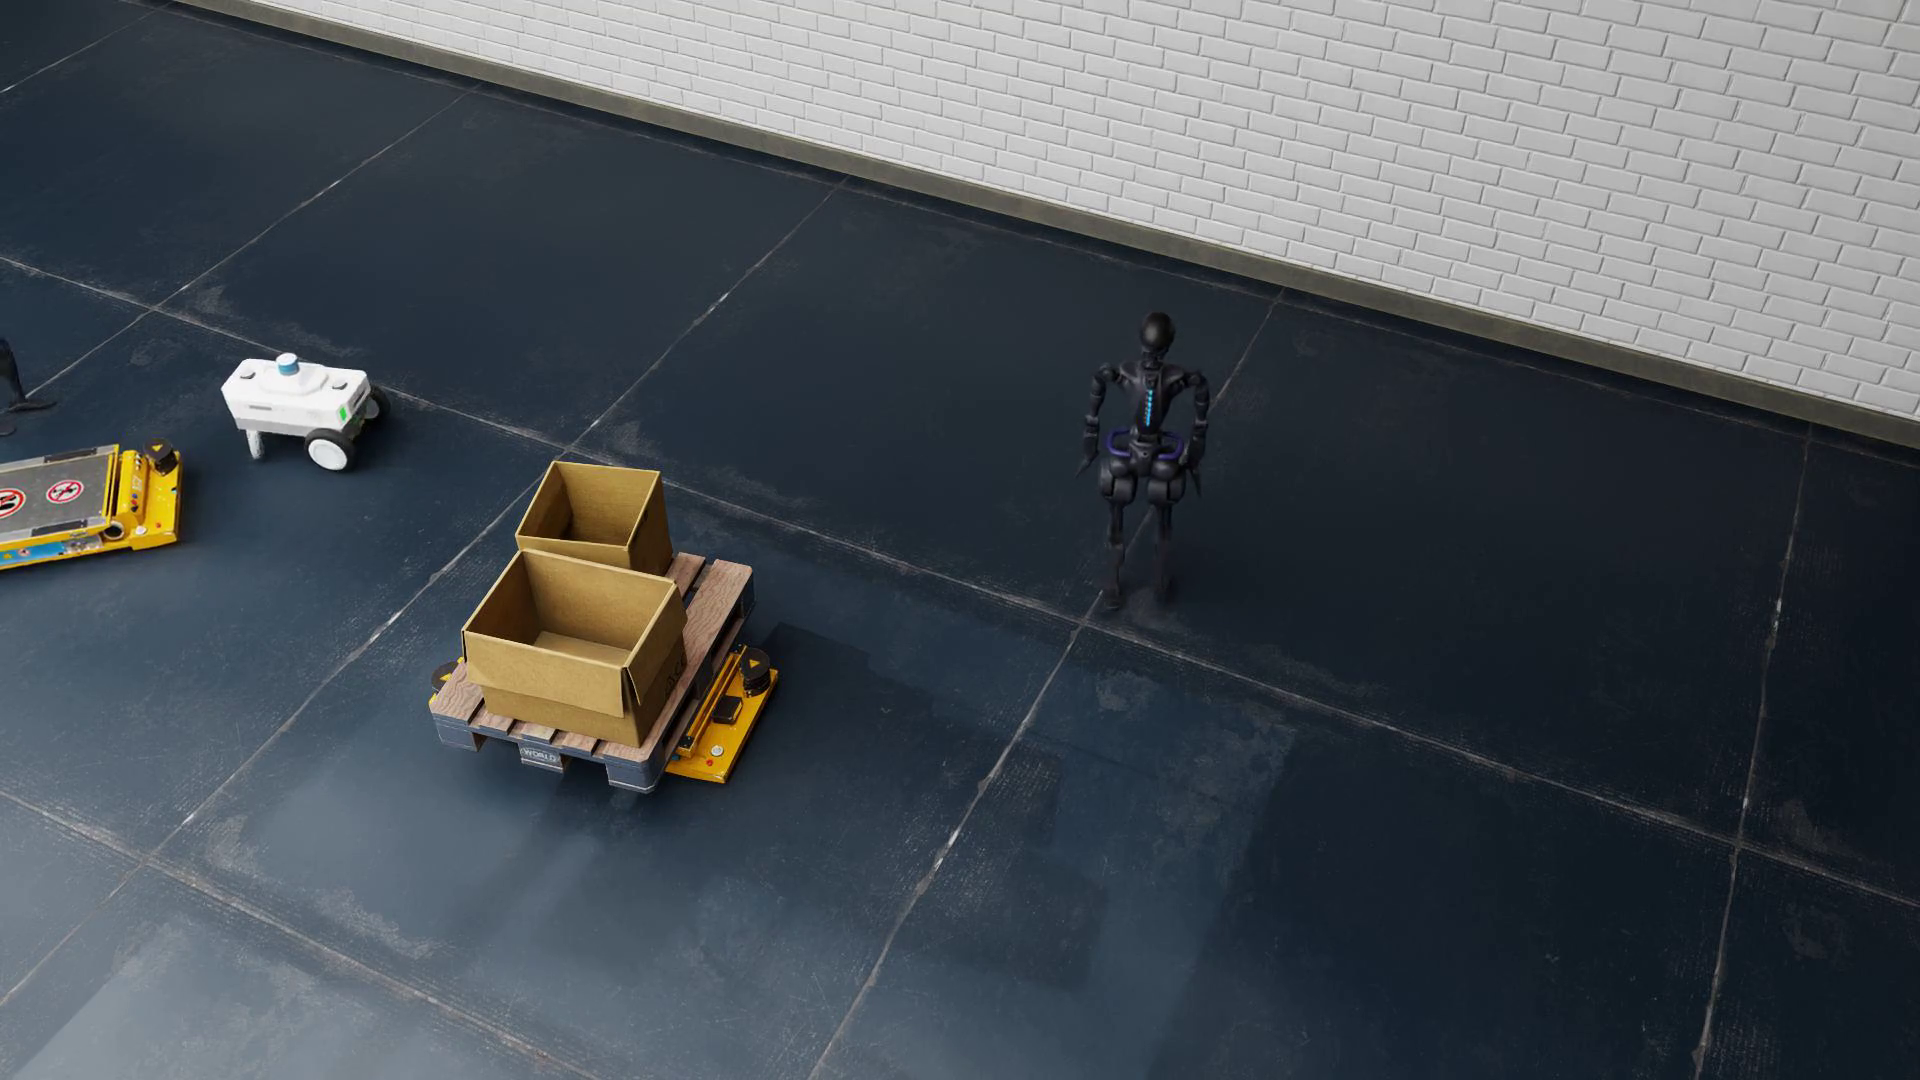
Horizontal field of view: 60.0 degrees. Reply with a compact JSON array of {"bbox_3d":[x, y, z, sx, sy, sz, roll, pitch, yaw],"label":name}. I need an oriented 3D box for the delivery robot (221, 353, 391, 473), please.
[{"bbox_3d":[-3.460,-0.709,8.820,0.779,0.608,0.509,7,43,7],"label":"delivery robot"}]

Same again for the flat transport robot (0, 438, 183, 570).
[{"bbox_3d":[-4.709,-0.123,8.388,1.431,0.231,0.659,-11,44,-12],"label":"flat transport robot"}]

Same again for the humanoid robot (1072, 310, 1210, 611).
[{"bbox_3d":[0.819,-0.364,7.609,0.601,1.656,0.369,4,43,4],"label":"humanoid robot"}]

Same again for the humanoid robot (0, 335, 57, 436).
[{"bbox_3d":[-5.202,-1.242,8.557,0.409,1.648,0.615,-3,43,-3],"label":"humanoid robot"}]

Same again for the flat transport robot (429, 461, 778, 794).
[{"bbox_3d":[-1.615,0.662,7.541,1.431,0.231,0.659,11,44,12],"label":"flat transport robot"}]
